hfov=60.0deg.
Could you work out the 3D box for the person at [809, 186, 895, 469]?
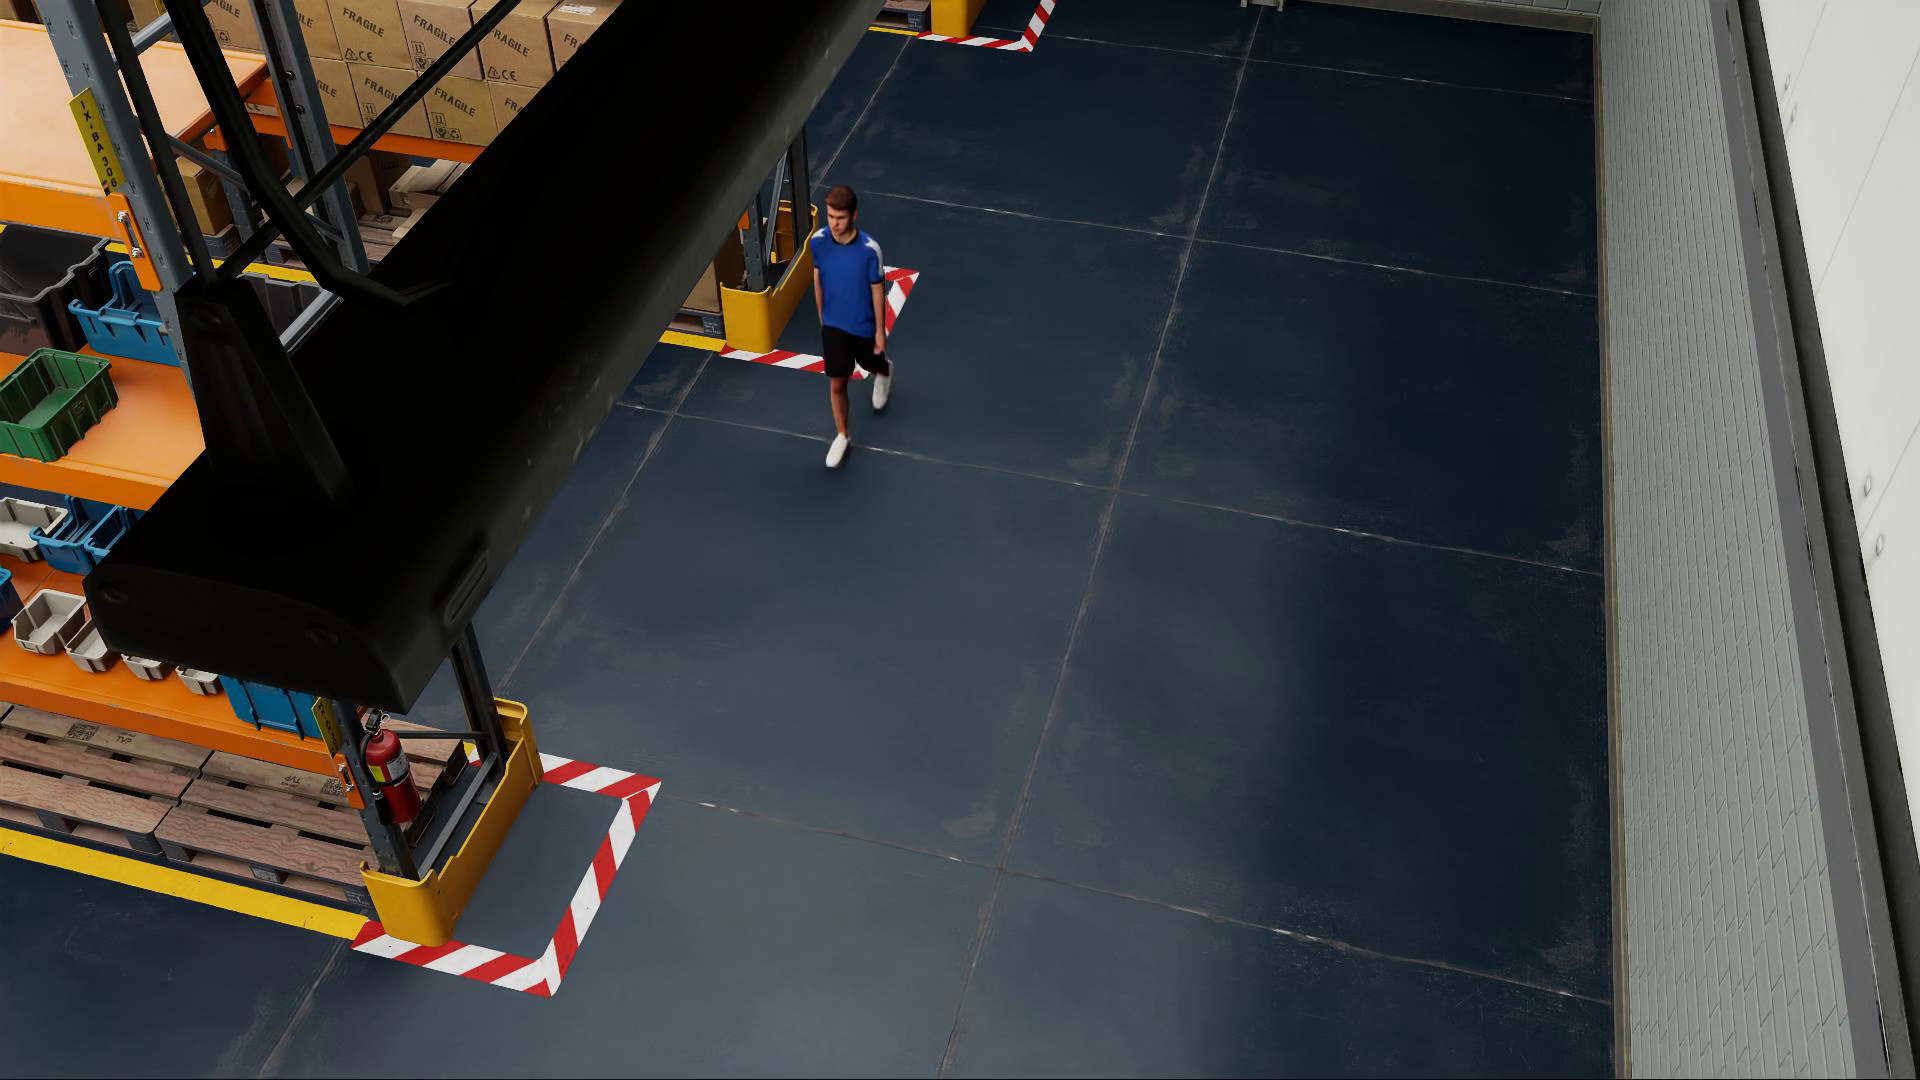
[{"bbox_3d":[-0.621,-1.411,10.347,1.122,1.833,0.722,9,44,9],"label":"person"}]
